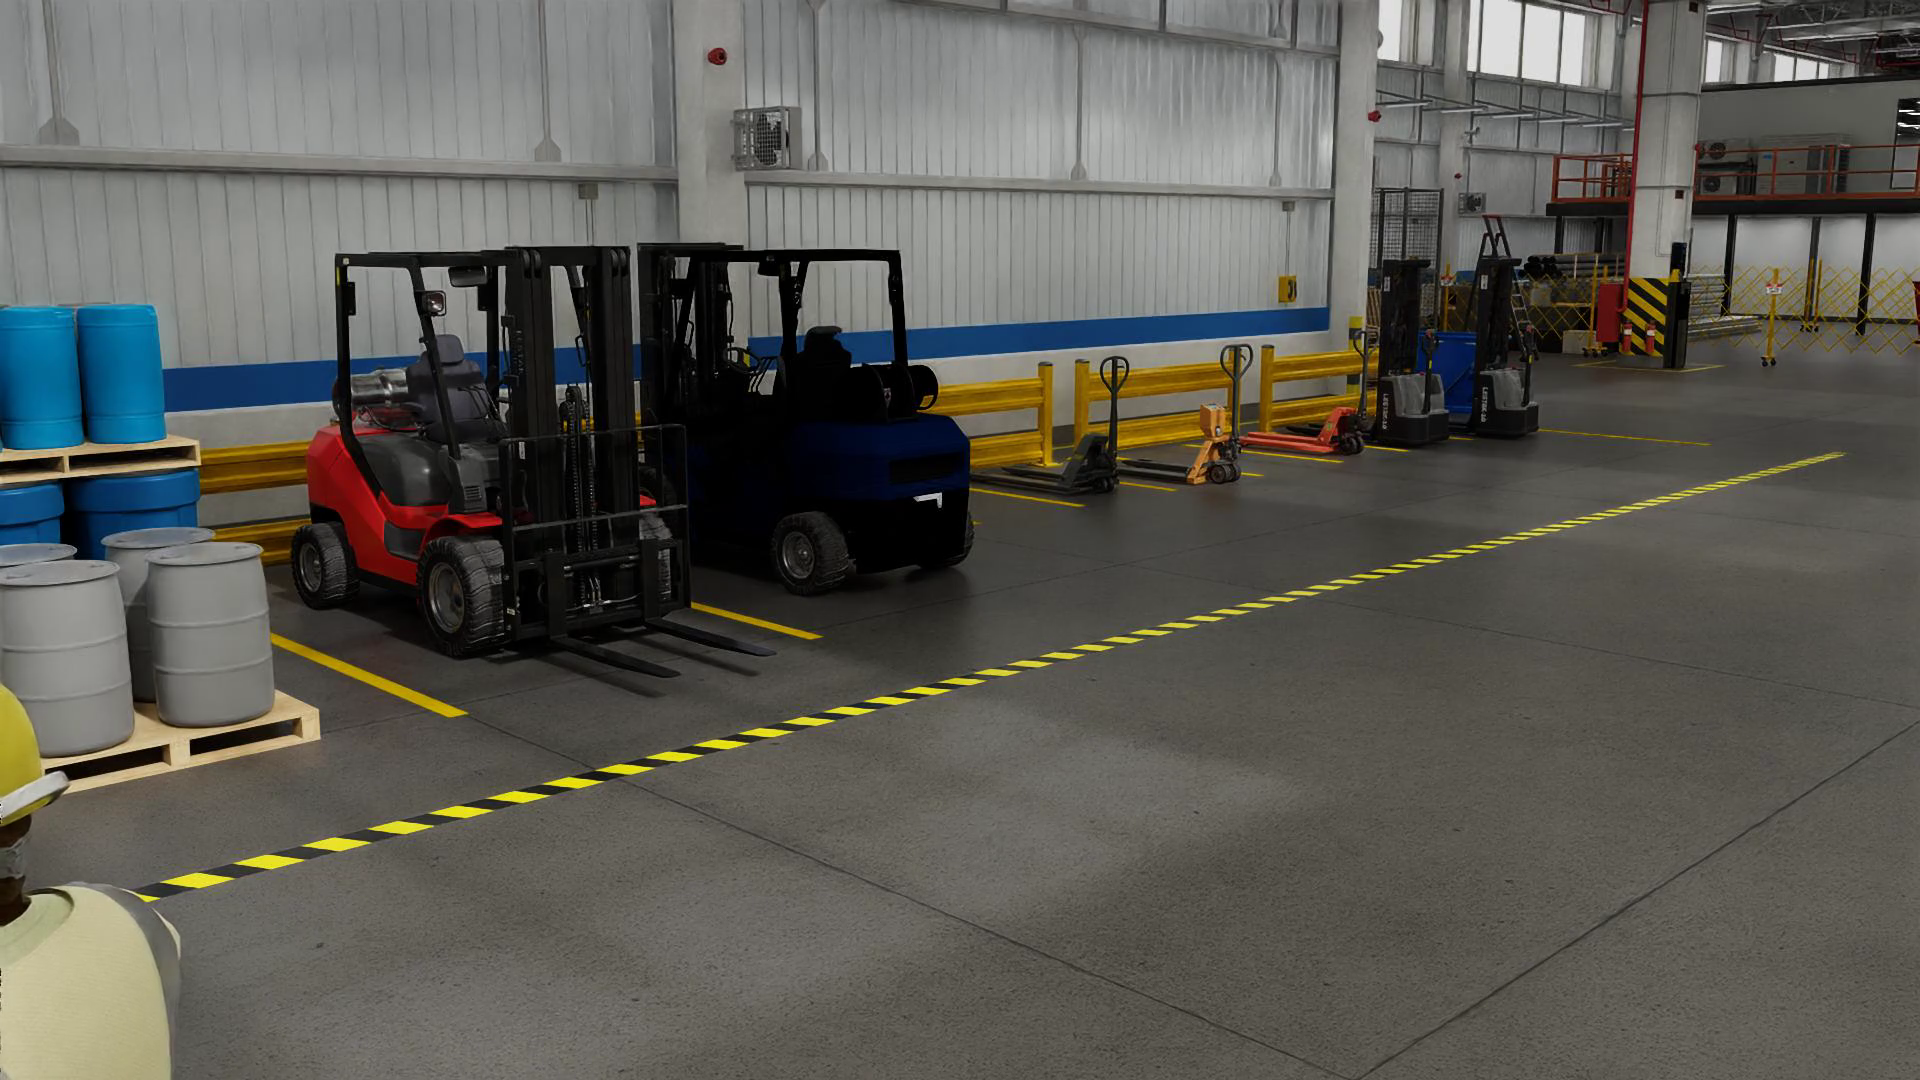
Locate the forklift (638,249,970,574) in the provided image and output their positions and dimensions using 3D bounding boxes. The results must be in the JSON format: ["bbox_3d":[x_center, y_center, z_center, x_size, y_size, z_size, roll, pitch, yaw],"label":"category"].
[{"bbox_3d":[-1.173,-0.958,11.239,2.680,1.987,1.157,10,14,43],"label":"forklift"}]

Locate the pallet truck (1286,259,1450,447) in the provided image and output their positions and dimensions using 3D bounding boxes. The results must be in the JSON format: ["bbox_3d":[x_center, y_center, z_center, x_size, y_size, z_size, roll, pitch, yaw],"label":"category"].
[{"bbox_3d":[4.493,-2.078,18.196,0.823,1.965,1.885,-9,14,-40],"label":"pallet truck"}]

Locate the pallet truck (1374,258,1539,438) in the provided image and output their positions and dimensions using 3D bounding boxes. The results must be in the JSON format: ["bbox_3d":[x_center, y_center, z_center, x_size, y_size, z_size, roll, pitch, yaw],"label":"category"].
[{"bbox_3d":[5.704,-2.208,18.901,1.885,1.965,0.823,10,14,43],"label":"pallet truck"}]

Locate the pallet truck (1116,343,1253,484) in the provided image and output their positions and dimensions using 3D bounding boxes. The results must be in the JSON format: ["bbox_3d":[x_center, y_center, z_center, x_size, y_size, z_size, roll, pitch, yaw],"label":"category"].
[{"bbox_3d":[1.962,-1.215,15.415,1.522,1.261,0.704,10,14,43],"label":"pallet truck"}]

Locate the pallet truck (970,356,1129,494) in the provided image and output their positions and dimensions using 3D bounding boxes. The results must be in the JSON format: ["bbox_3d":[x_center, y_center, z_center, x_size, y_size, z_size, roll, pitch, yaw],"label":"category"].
[{"bbox_3d":[0.784,-1.085,14.876,0.680,1.201,1.601,-10,14,-44],"label":"pallet truck"}]

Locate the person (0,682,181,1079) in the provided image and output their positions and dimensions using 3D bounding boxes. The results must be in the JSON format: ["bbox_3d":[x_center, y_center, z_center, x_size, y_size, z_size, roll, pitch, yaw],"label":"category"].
[{"bbox_3d":[-1.056,1.008,1.814,0.403,1.834,0.588,-1,10,-3],"label":"person"}]

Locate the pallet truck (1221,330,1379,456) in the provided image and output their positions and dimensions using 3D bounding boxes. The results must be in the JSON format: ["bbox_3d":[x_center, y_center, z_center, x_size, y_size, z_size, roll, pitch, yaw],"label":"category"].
[{"bbox_3d":[3.563,-1.581,17.381,0.653,1.274,1.630,-10,14,-44],"label":"pallet truck"}]

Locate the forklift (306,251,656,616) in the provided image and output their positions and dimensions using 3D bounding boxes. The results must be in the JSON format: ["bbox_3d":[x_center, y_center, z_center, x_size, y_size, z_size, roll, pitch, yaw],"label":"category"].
[{"bbox_3d":[-2.833,-0.669,9.694,1.157,1.987,2.680,-10,14,-44],"label":"forklift"}]
